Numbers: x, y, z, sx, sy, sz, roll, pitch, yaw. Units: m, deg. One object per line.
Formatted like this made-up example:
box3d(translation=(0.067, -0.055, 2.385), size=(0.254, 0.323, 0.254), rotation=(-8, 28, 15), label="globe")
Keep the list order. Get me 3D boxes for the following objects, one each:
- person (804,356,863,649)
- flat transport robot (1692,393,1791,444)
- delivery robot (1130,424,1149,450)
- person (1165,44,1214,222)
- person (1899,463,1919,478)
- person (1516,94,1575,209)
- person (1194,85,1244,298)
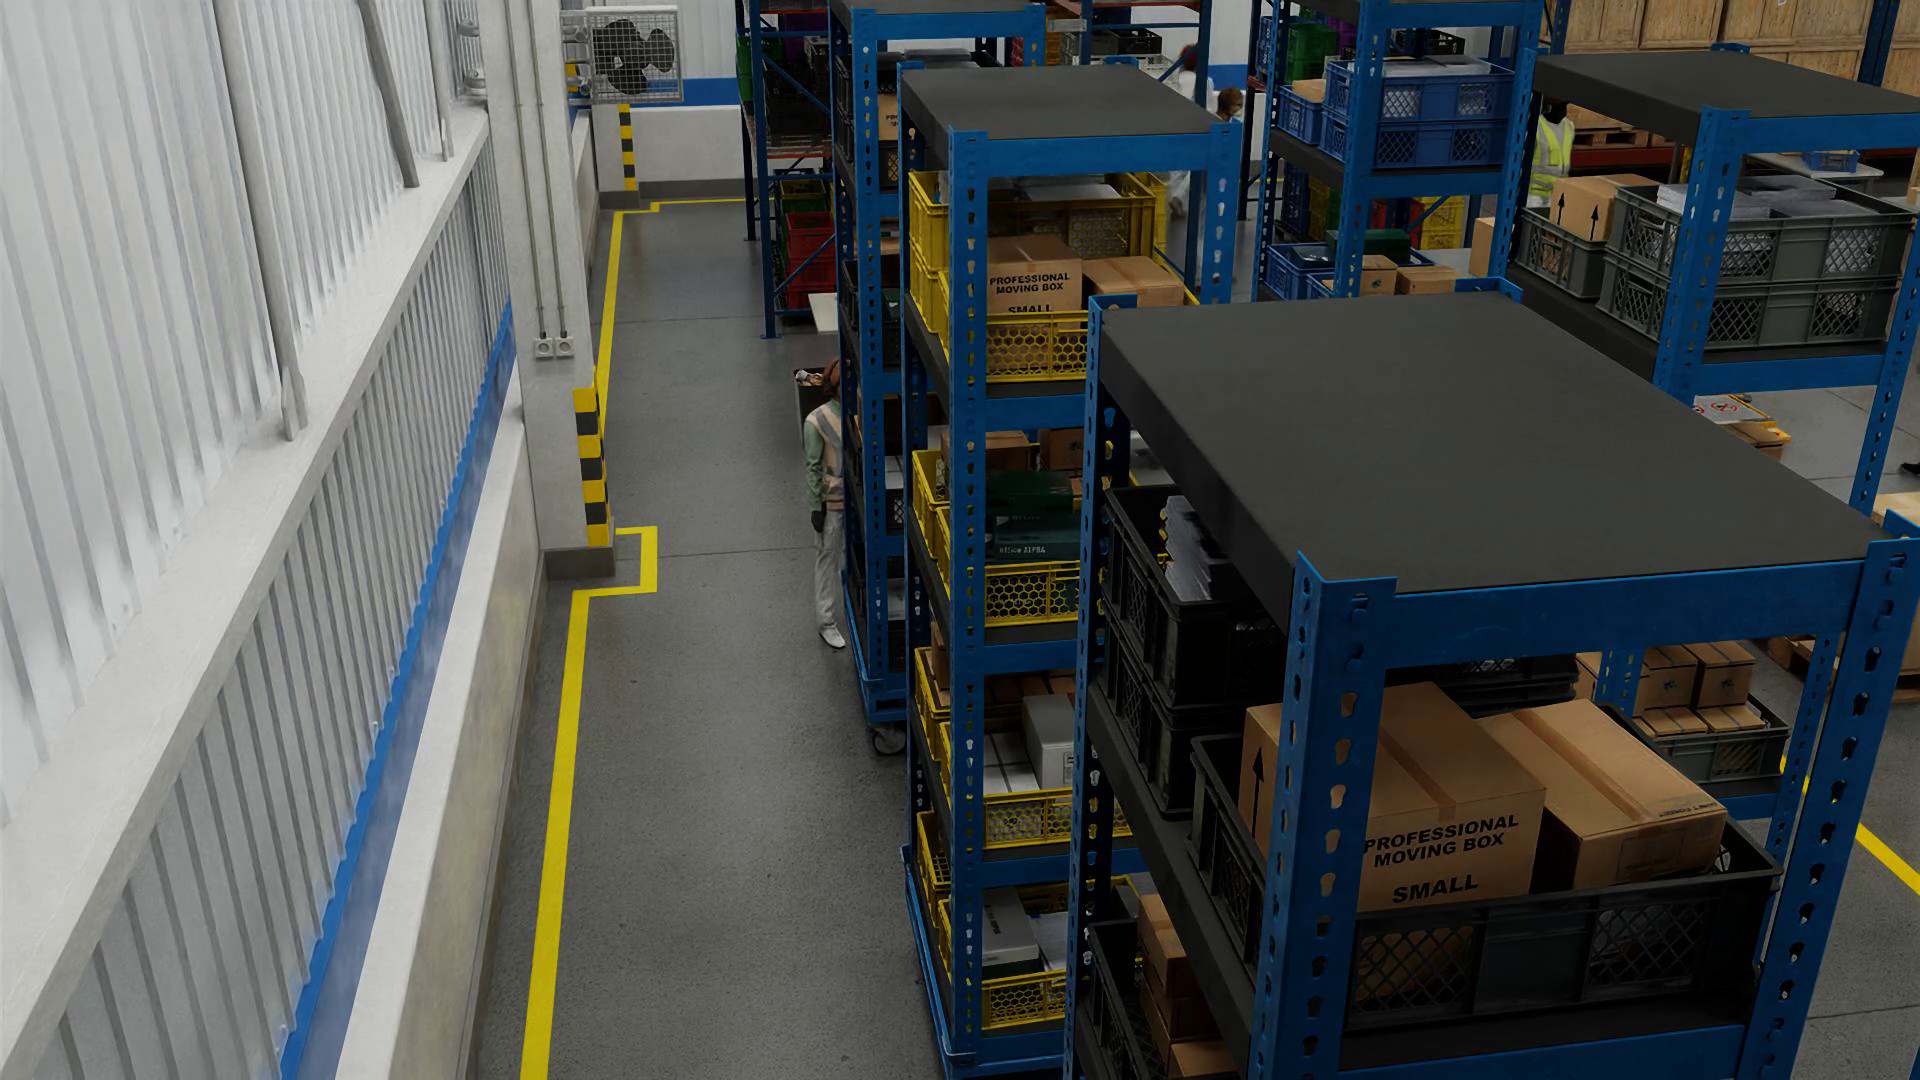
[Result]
box3d(translation=(-0.628, -0.219, 9.113), size=(0.307, 1.639, 0.525), rotation=(22, 32, 39), label="person")
box3d(translation=(5.224, -0.859, 12.132), size=(1.431, 0.197, 0.652), rotation=(-4, 25, -8), label="flat transport robot")
box3d(translation=(1.073, -0.805, 11.569), size=(0.707, 0.478, 0.477), rotation=(-5, 25, -11), label="delivery robot")
box3d(translation=(2.400, -4.311, 17.731), size=(0.620, 1.870, 0.493), rotation=(16, 29, 31), label="person")
box3d(translation=(6.717, -1.198, 11.078), size=(0.535, 1.788, 0.685), rotation=(9, 26, 19), label="person")
box3d(translation=(5.431, -3.267, 15.504), size=(0.624, 1.843, 0.430), rotation=(-13, 28, -26), label="person")
box3d(translation=(2.365, -3.193, 15.256), size=(0.444, 1.926, 0.663), rotation=(4, 25, 8), label="person")
